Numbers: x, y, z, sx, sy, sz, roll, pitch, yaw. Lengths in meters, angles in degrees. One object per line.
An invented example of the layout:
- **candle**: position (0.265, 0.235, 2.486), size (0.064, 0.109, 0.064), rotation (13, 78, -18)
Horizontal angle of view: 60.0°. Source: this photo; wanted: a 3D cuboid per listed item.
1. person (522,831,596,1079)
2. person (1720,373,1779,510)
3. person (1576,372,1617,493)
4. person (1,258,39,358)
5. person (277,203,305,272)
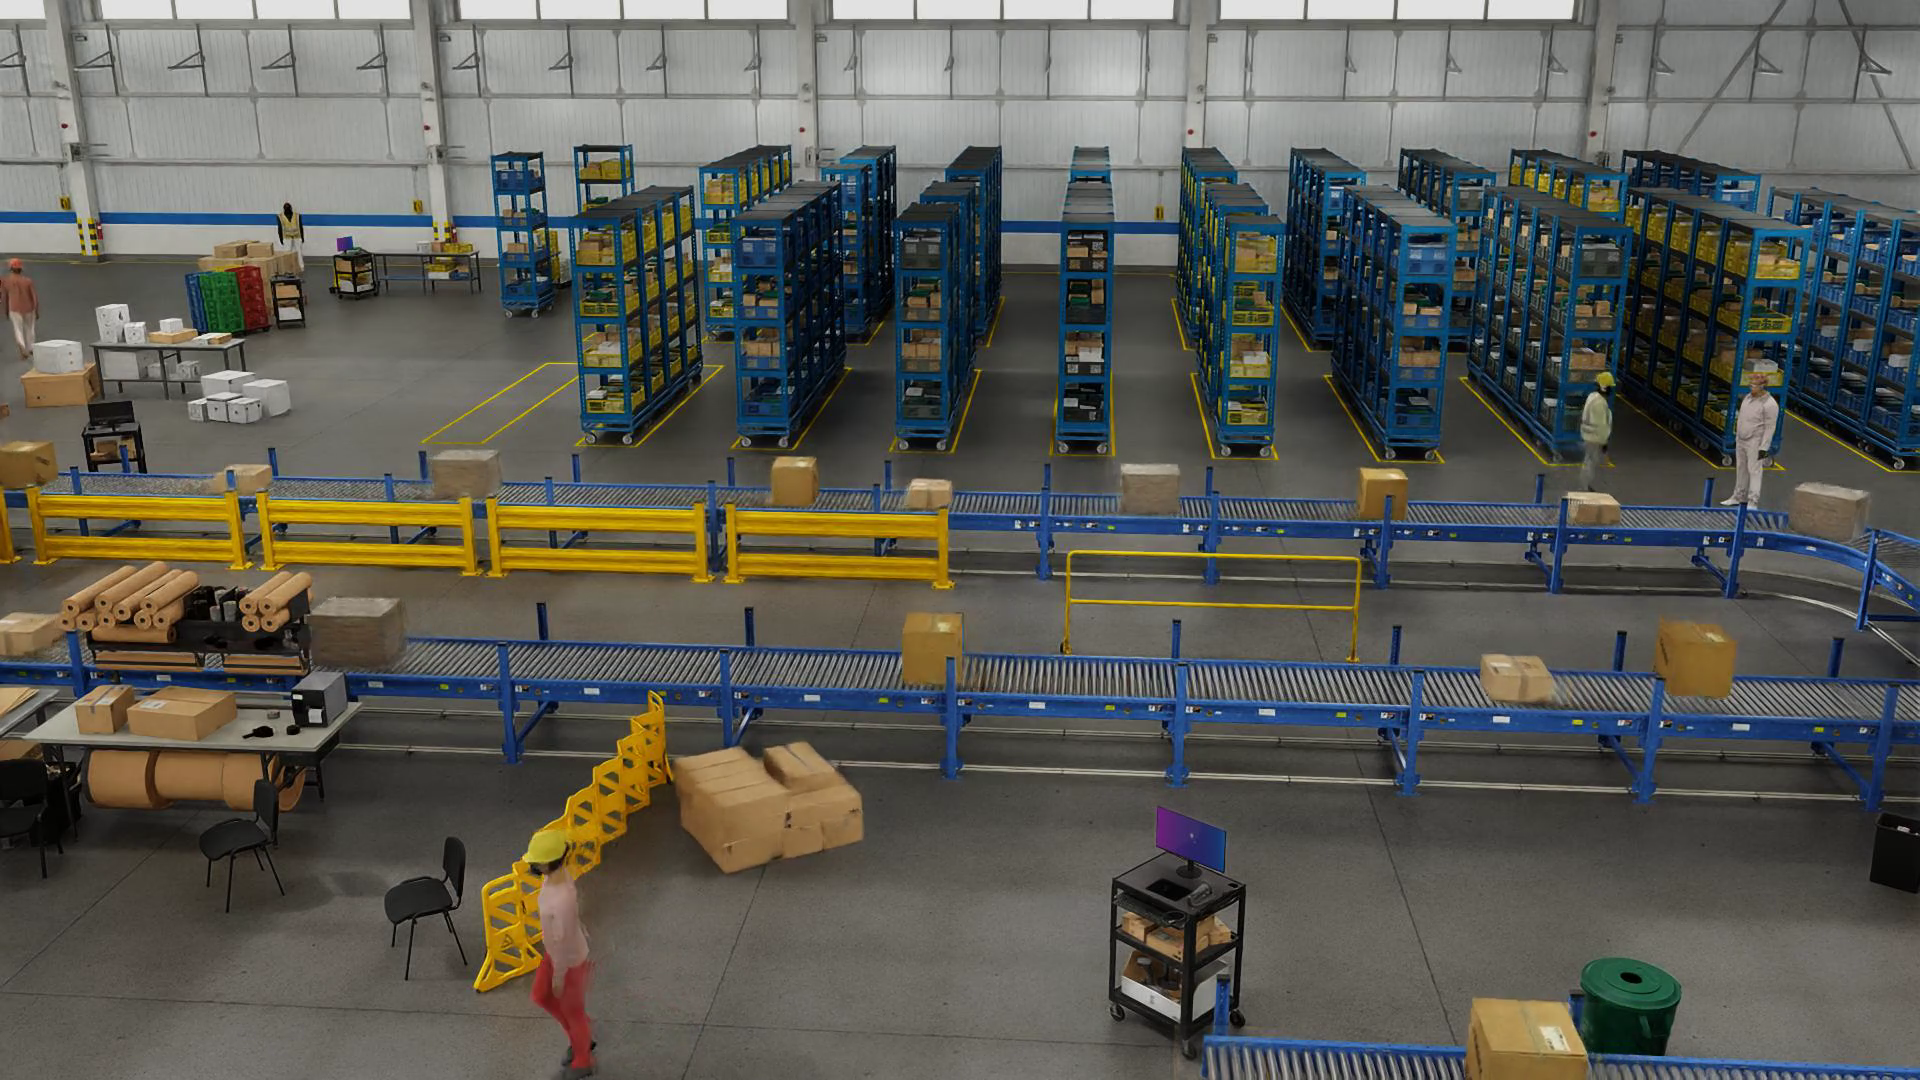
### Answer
- **person**: position (-2.516, 2.608, 10.403), size (0.368, 1.751, 0.550), rotation (-7, 19, -21)
- **person**: position (10.769, -1.329, 22.656), size (0.407, 1.910, 0.639), rotation (-3, 18, -11)
- **person**: position (8.871, -1.443, 23.179), size (0.429, 1.815, 0.593), rotation (5, 18, 14)
- **person**: position (-18.540, -4.573, 32.846), size (0.619, 1.975, 0.806), rotation (-8, 19, -25)
- **person**: position (-17.644, -7.983, 43.904), size (0.633, 1.834, 0.430), rotation (-8, 19, -24)
